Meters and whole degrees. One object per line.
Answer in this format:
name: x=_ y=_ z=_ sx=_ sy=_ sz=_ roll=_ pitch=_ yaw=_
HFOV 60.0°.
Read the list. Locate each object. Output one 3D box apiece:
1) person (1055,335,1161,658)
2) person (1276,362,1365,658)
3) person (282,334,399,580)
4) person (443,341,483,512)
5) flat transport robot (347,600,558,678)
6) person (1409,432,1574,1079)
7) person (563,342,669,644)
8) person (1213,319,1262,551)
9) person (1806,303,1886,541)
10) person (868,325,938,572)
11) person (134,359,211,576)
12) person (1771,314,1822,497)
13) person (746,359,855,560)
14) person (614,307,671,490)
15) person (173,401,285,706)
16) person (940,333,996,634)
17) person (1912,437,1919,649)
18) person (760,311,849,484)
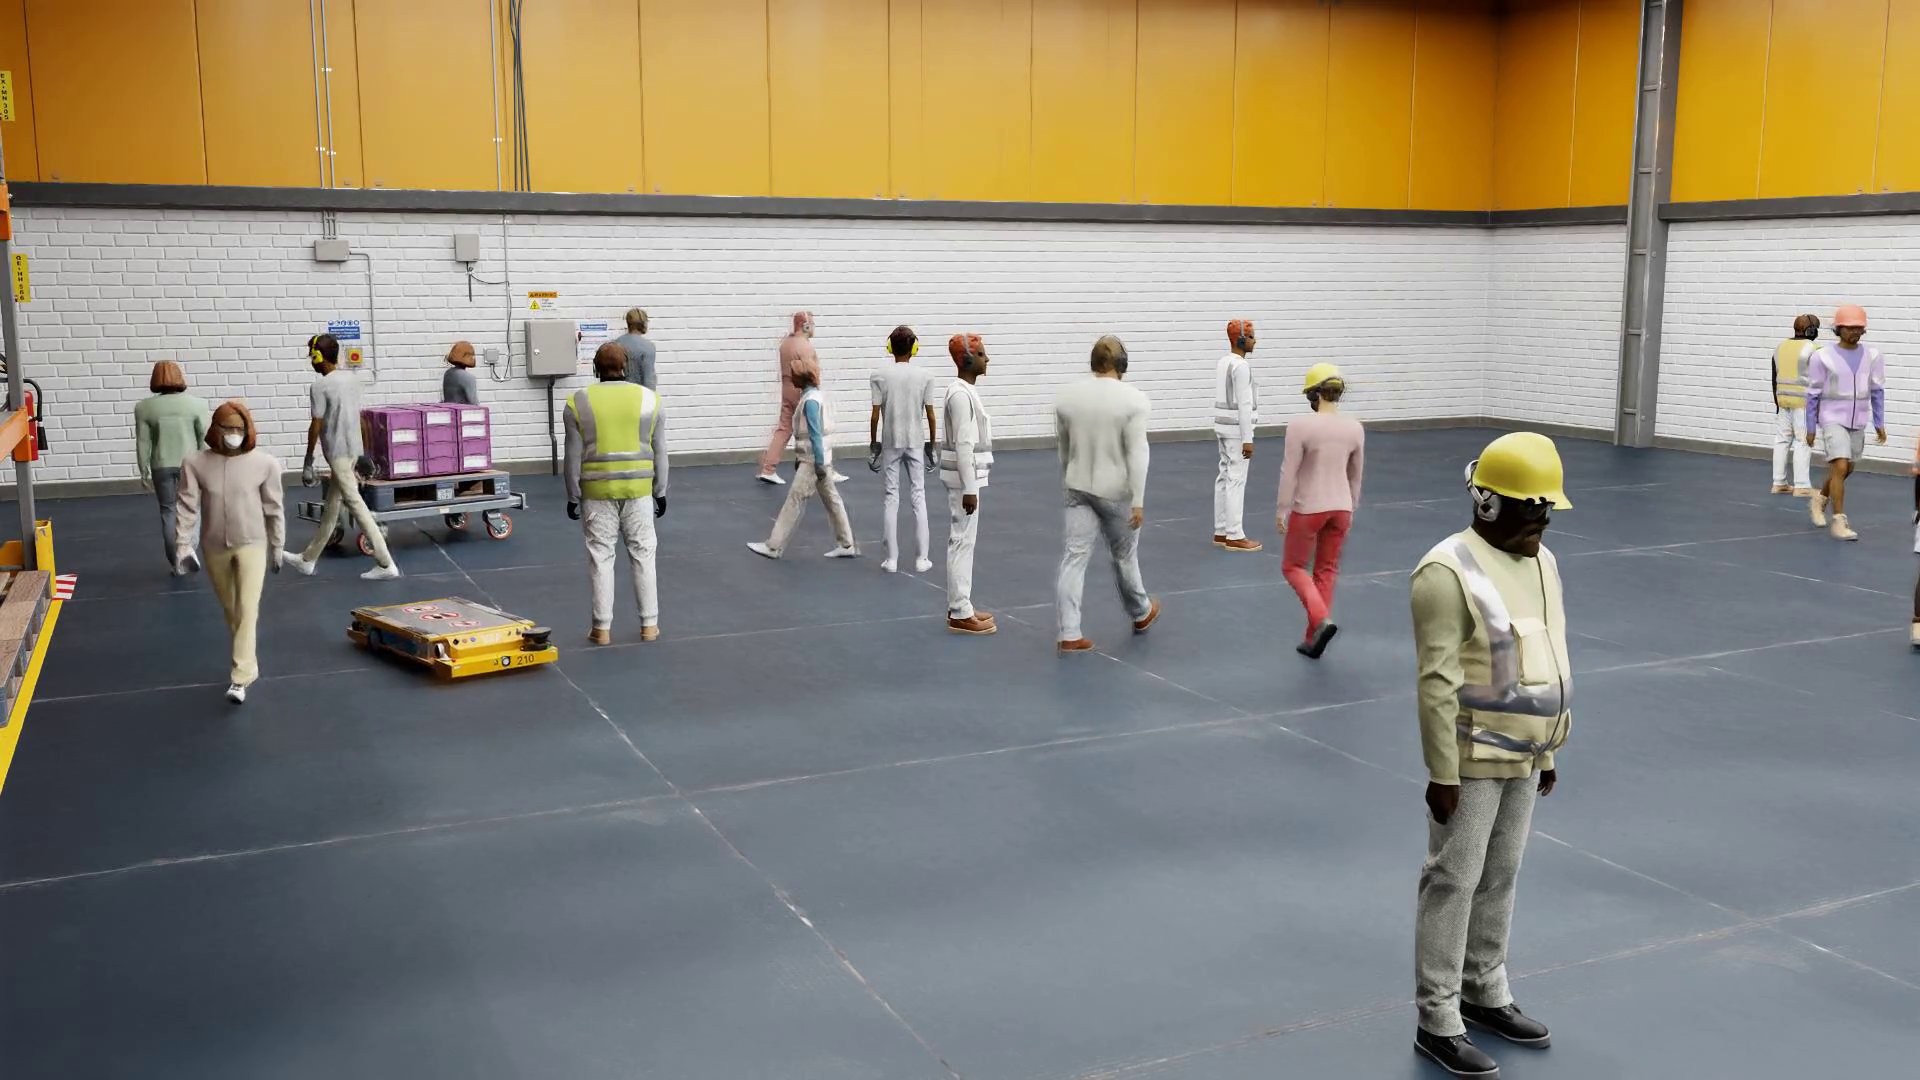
person: x=0.894 y=-0.279 z=9.983 sx=0.640 sy=1.879 sz=1.039 roll=6 pitch=11 yaw=32
person: x=2.107 y=-0.155 z=9.668 sx=0.564 sy=1.735 sz=0.538 roll=-3 pitch=10 yaw=-18
person: x=-4.600 y=-0.595 z=12.196 sx=0.991 sy=1.807 sz=0.549 roll=2 pitch=9 yaw=12
person: x=-4.648 y=-1.060 z=15.641 sx=0.339 sy=1.619 sz=0.531 roll=-9 pitch=13 yaw=-43
flat transport robot: x=-3.023 y=0.553 z=9.828 sx=0.652 sy=0.197 sz=1.431 roll=-8 pitch=12 yaw=-42
person: x=1.523 y=0.599 z=4.743 sx=0.588 sy=1.823 sz=0.403 roll=-8 pitch=12 yaw=-41
person: x=-2.099 y=-0.283 z=10.167 sx=0.632 sy=1.840 sz=0.429 roll=-3 pitch=10 yaw=-19
person: x=2.259 y=-0.853 z=13.564 sx=0.350 sy=1.882 sz=0.583 roll=-2 pitch=9 yaw=-11
person: x=7.588 y=-1.042 z=14.356 sx=0.611 sy=2.011 sz=0.966 roll=0 pitch=9 yaw=0
person: x=-0.432 y=-0.686 z=12.572 sx=0.535 sy=1.868 sz=0.309 roll=-1 pitch=9 yaw=-4
person: x=-5.820 y=-0.529 z=12.330 sx=0.513 sy=1.617 sz=0.376 roll=-3 pitch=10 yaw=-20
person: x=8.505 y=-1.359 z=16.833 sx=0.429 sy=1.843 sz=0.629 roll=-3 pitch=10 yaw=-17
person: x=-1.235 y=-0.620 z=13.020 sx=0.885 sy=1.581 sz=0.549 roll=-1 pitch=9 yaw=-4
person: x=-3.347 y=-1.412 z=16.954 sx=0.632 sy=1.918 sz=0.809 roll=8 pitch=12 yaw=40
person: x=-3.841 y=0.067 z=8.779 sx=0.506 sy=1.580 sz=0.896 roll=-2 pitch=9 yaw=-9
person: x=0.050 y=-0.356 z=10.476 sx=0.355 sy=1.885 sz=0.574 roll=0 pitch=9 yaw=-1
person: x=6.008 y=-0.167 z=10.033 sx=0.924 sy=1.647 sz=0.537 roll=-9 pitch=13 yaw=-43
person: x=-1.715 y=-1.509 z=17.737 sx=0.990 sy=1.860 sz=0.654 roll=-6 pitch=11 yaw=-33
